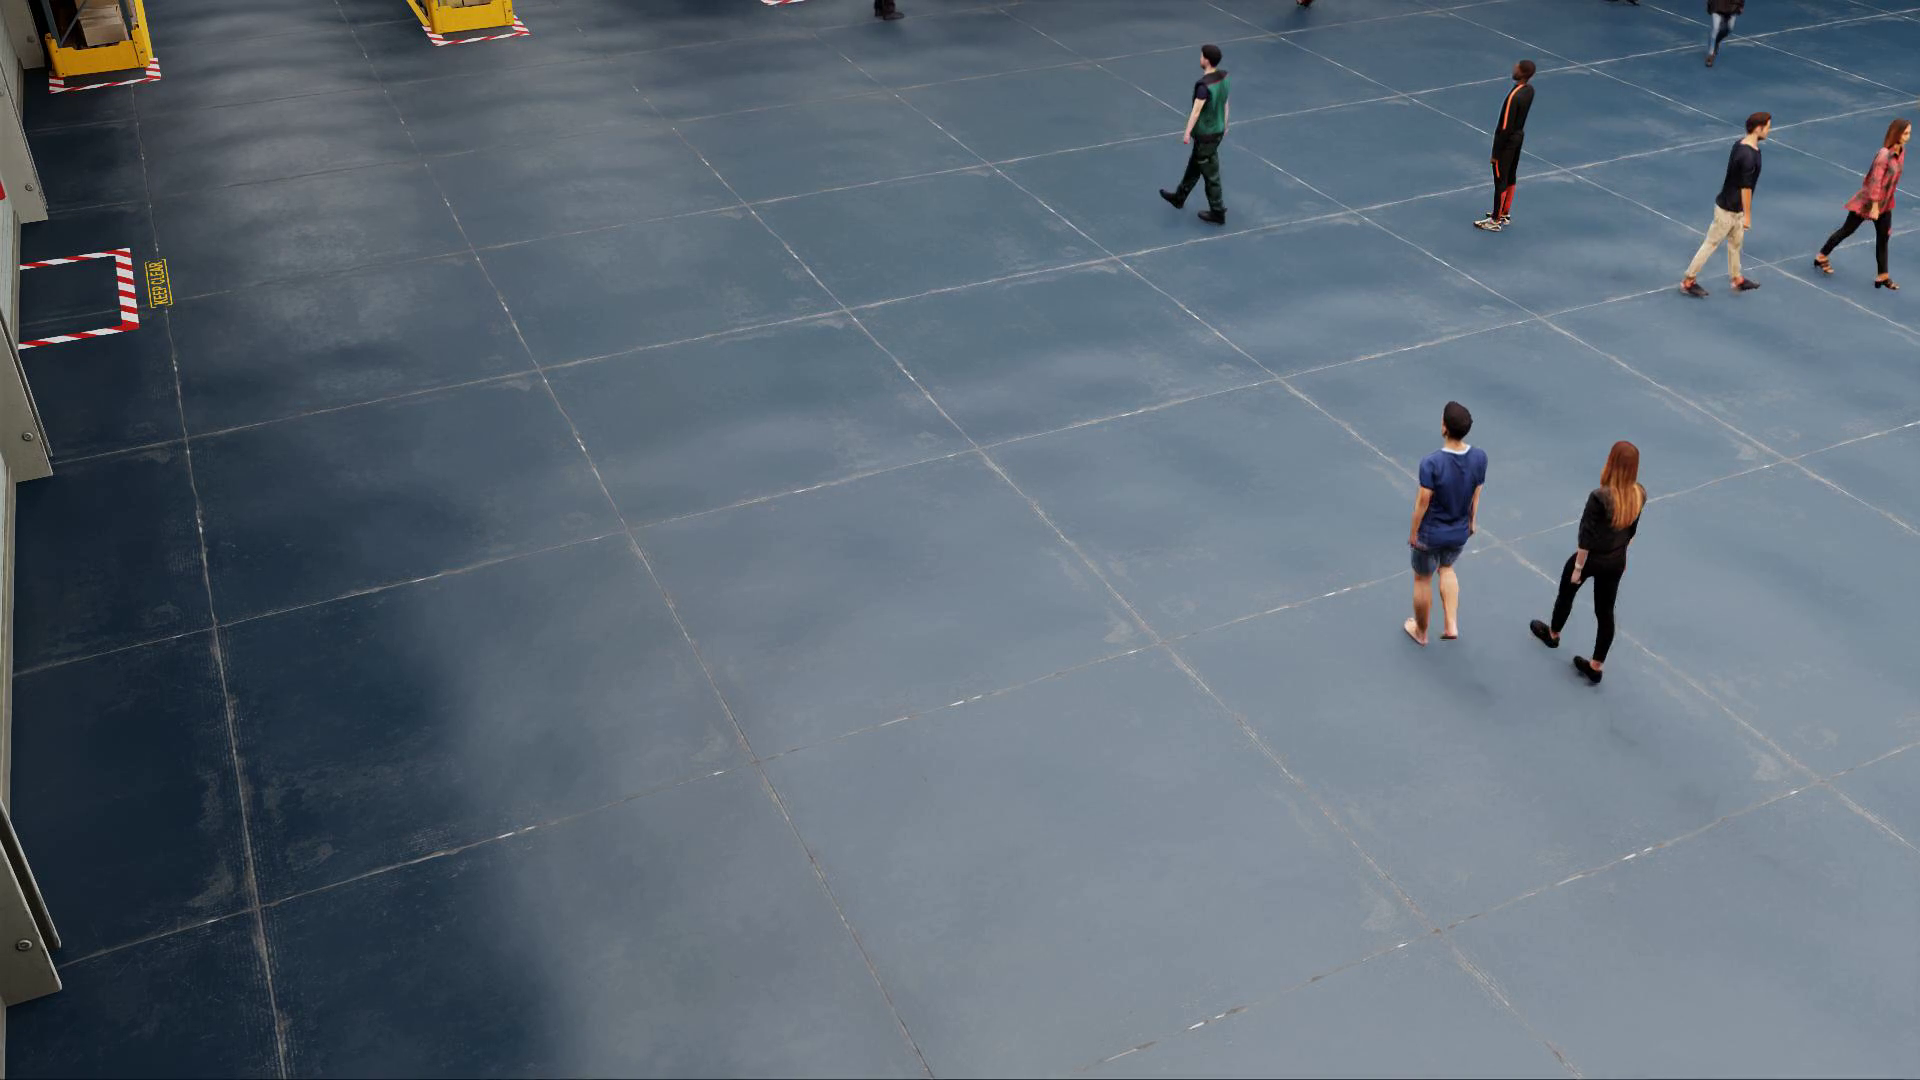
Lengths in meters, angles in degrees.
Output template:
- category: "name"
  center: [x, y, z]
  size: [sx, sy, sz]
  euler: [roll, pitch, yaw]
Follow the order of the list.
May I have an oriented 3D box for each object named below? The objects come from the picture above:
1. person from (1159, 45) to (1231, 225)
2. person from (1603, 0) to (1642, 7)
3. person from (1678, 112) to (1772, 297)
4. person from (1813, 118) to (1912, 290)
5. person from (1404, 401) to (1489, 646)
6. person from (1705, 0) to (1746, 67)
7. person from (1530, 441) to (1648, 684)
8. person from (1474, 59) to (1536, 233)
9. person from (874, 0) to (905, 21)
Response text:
- category: "person"
  center: [2.698, -4.250, 17.558]
  size: [1.215, 1.868, 1.066]
  euler: [19, 38, 27]
- category: "person"
  center: [10.010, -8.852, 24.791]
  size: [0.869, 1.698, 0.688]
  euler: [-26, 41, -34]
- category: "person"
  center: [7.303, -3.205, 15.994]
  size: [1.106, 1.822, 1.073]
  euler: [9, 34, 14]
- category: "person"
  center: [8.867, -3.309, 16.309]
  size: [0.738, 1.652, 1.139]
  euler: [-20, 38, -27]
- category: "person"
  center: [3.265, -0.028, 11.098]
  size: [0.734, 1.833, 0.813]
  euler: [-6, 34, -9]
- category: "person"
  center: [10.289, -7.230, 22.365]
  size: [0.846, 1.623, 0.921]
  euler: [7, 34, 11]
- category: "person"
  center: [4.245, 0.189, 10.896]
  size: [0.727, 1.689, 0.961]
  euler: [-8, 34, -12]
- category: "person"
  center: [5.775, -4.159, 17.472]
  size: [0.672, 1.808, 0.693]
  euler: [25, 41, 33]
- category: "person"
  center: [-1.113, -8.537, 24.191]
  size: [0.798, 1.823, 0.596]
  euler: [-22, 39, -30]
